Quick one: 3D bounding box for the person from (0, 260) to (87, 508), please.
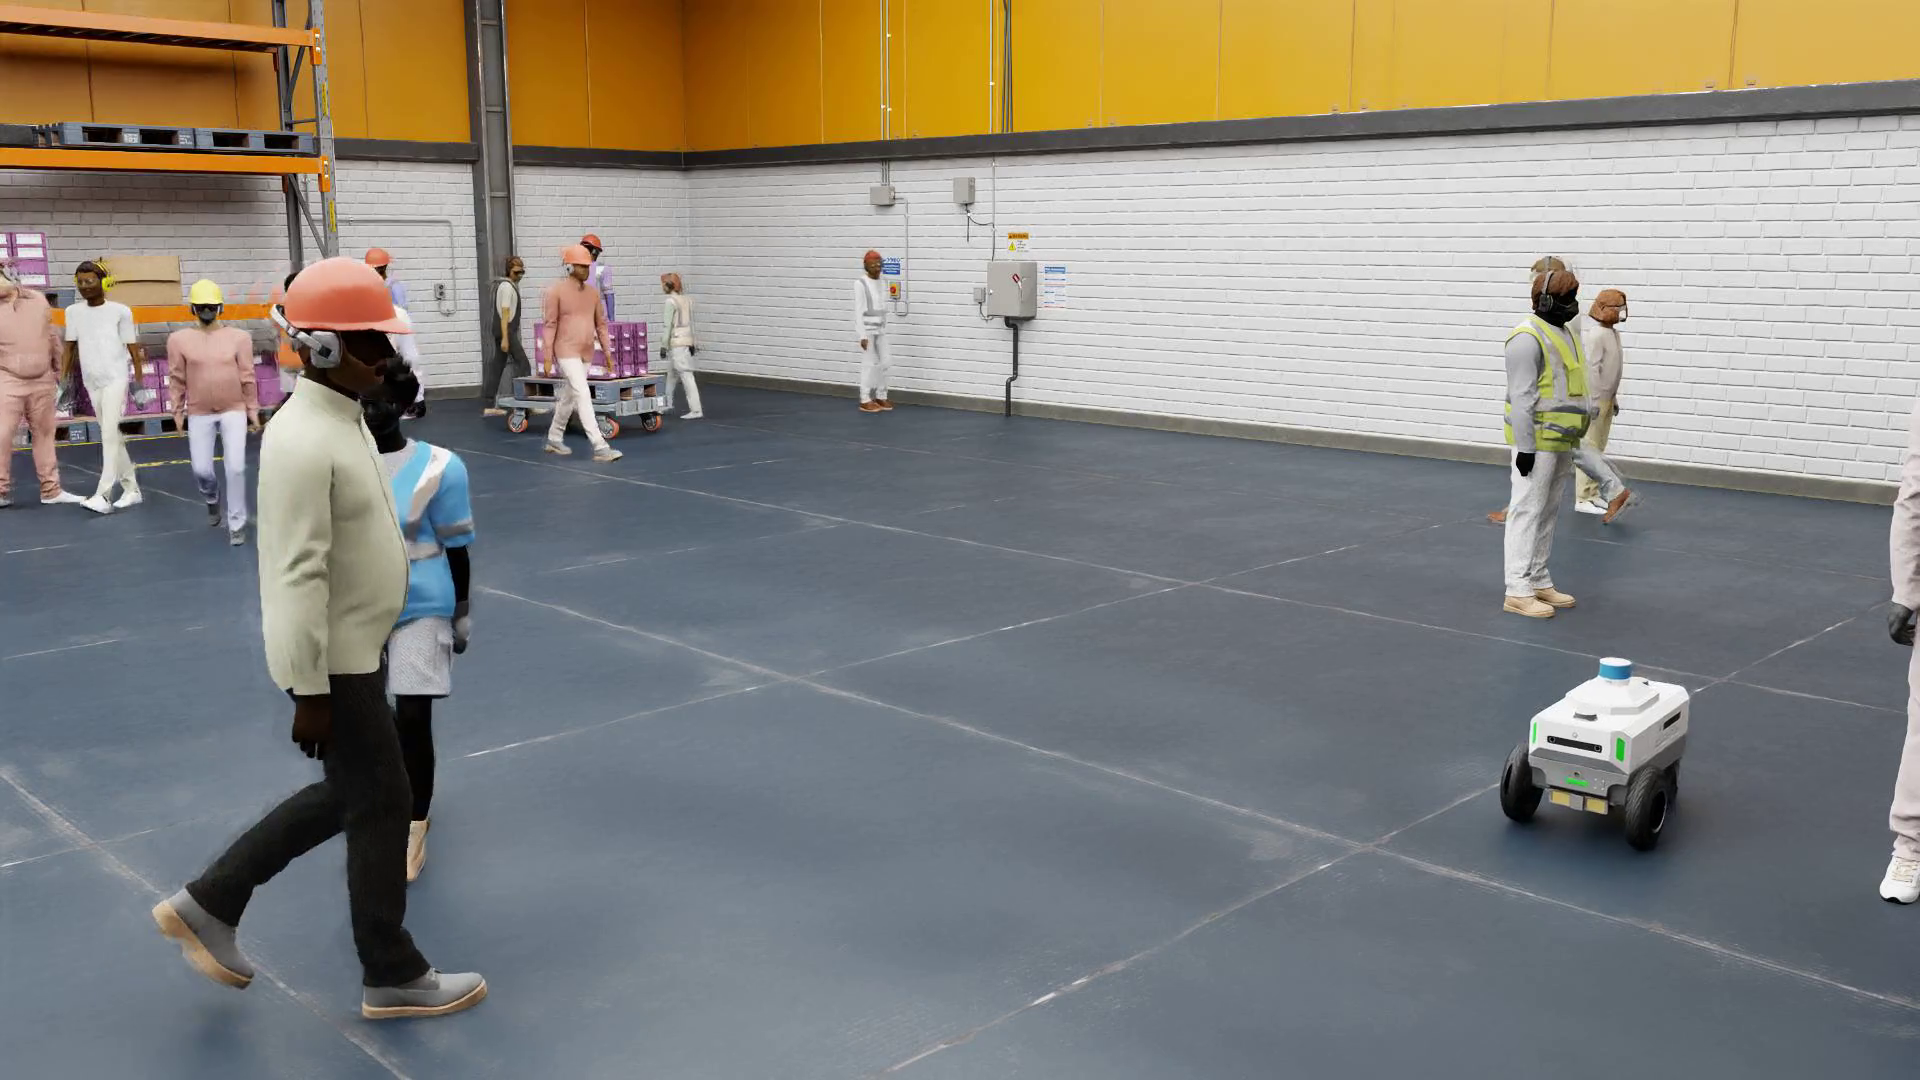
[{"bbox_3d":[-6.921,-1.148,12.306,0.398,1.863,0.756,6,12,31],"label":"person"}]

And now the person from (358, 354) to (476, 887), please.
[{"bbox_3d":[-1.817,0.212,5.373,0.538,1.678,0.709,0,10,2],"label":"person"}]

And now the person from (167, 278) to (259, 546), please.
[{"bbox_3d":[-4.920,-0.851,11.002,0.529,1.752,0.598,-4,11,-20],"label":"person"}]

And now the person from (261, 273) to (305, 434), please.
[{"bbox_3d":[-6.286,-1.680,15.707,0.536,1.672,0.697,4,11,22],"label":"person"}]

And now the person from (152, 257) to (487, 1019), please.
[{"bbox_3d":[-1.671,0.280,4.206,0.734,1.970,0.635,-2,11,-11],"label":"person"}]

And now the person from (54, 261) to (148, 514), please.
[{"bbox_3d":[-6.314,-1.100,12.121,0.527,1.824,0.926,2,11,9],"label":"person"}]

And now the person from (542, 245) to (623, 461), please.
[{"bbox_3d":[-3.481,-1.701,15.124,1.044,1.939,0.635,6,12,31],"label":"person"}]

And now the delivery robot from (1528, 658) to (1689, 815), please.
[{"bbox_3d":[2.259,0.652,5.771,0.477,0.478,0.707,9,14,39],"label":"delivery robot"}]

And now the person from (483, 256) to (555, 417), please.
[{"bbox_3d":[-4.947,-2.267,18.576,0.879,1.783,0.629,-4,11,-20],"label":"person"}]

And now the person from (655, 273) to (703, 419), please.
[{"bbox_3d":[-3.201,-2.130,18.339,0.818,1.596,0.537,2,11,12],"label":"person"}]

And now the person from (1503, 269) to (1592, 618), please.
[{"bbox_3d":[3.143,-0.519,8.917,0.429,1.843,0.631,9,13,39],"label":"person"}]

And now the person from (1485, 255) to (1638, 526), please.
[{"bbox_3d":[4.227,-1.016,11.518,0.931,1.897,0.668,4,11,20],"label":"person"}]

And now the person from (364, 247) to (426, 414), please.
[{"bbox_3d":[-6.151,-2.225,18.081,0.587,1.900,0.757,7,13,34],"label":"person"}]

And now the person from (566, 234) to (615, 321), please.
[{"bbox_3d":[-4.585,-2.789,20.774,0.605,2.034,0.390,2,11,10],"label":"person"}]

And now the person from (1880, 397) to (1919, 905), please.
[{"bbox_3d":[3.104,0.180,4.926,0.637,1.911,0.406,5,12,26],"label":"person"}]

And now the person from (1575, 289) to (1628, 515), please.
[{"bbox_3d":[4.708,-1.013,12.179,0.280,1.634,0.498,8,13,36],"label":"person"}]

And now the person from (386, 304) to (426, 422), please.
[{"bbox_3d":[-4.060,-0.996,11.592,0.664,1.808,0.733,0,10,1],"label":"person"}]

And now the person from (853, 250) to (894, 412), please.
[{"bbox_3d":[-1.013,-2.370,18.982,0.484,1.851,0.618,9,13,39],"label":"person"}]
